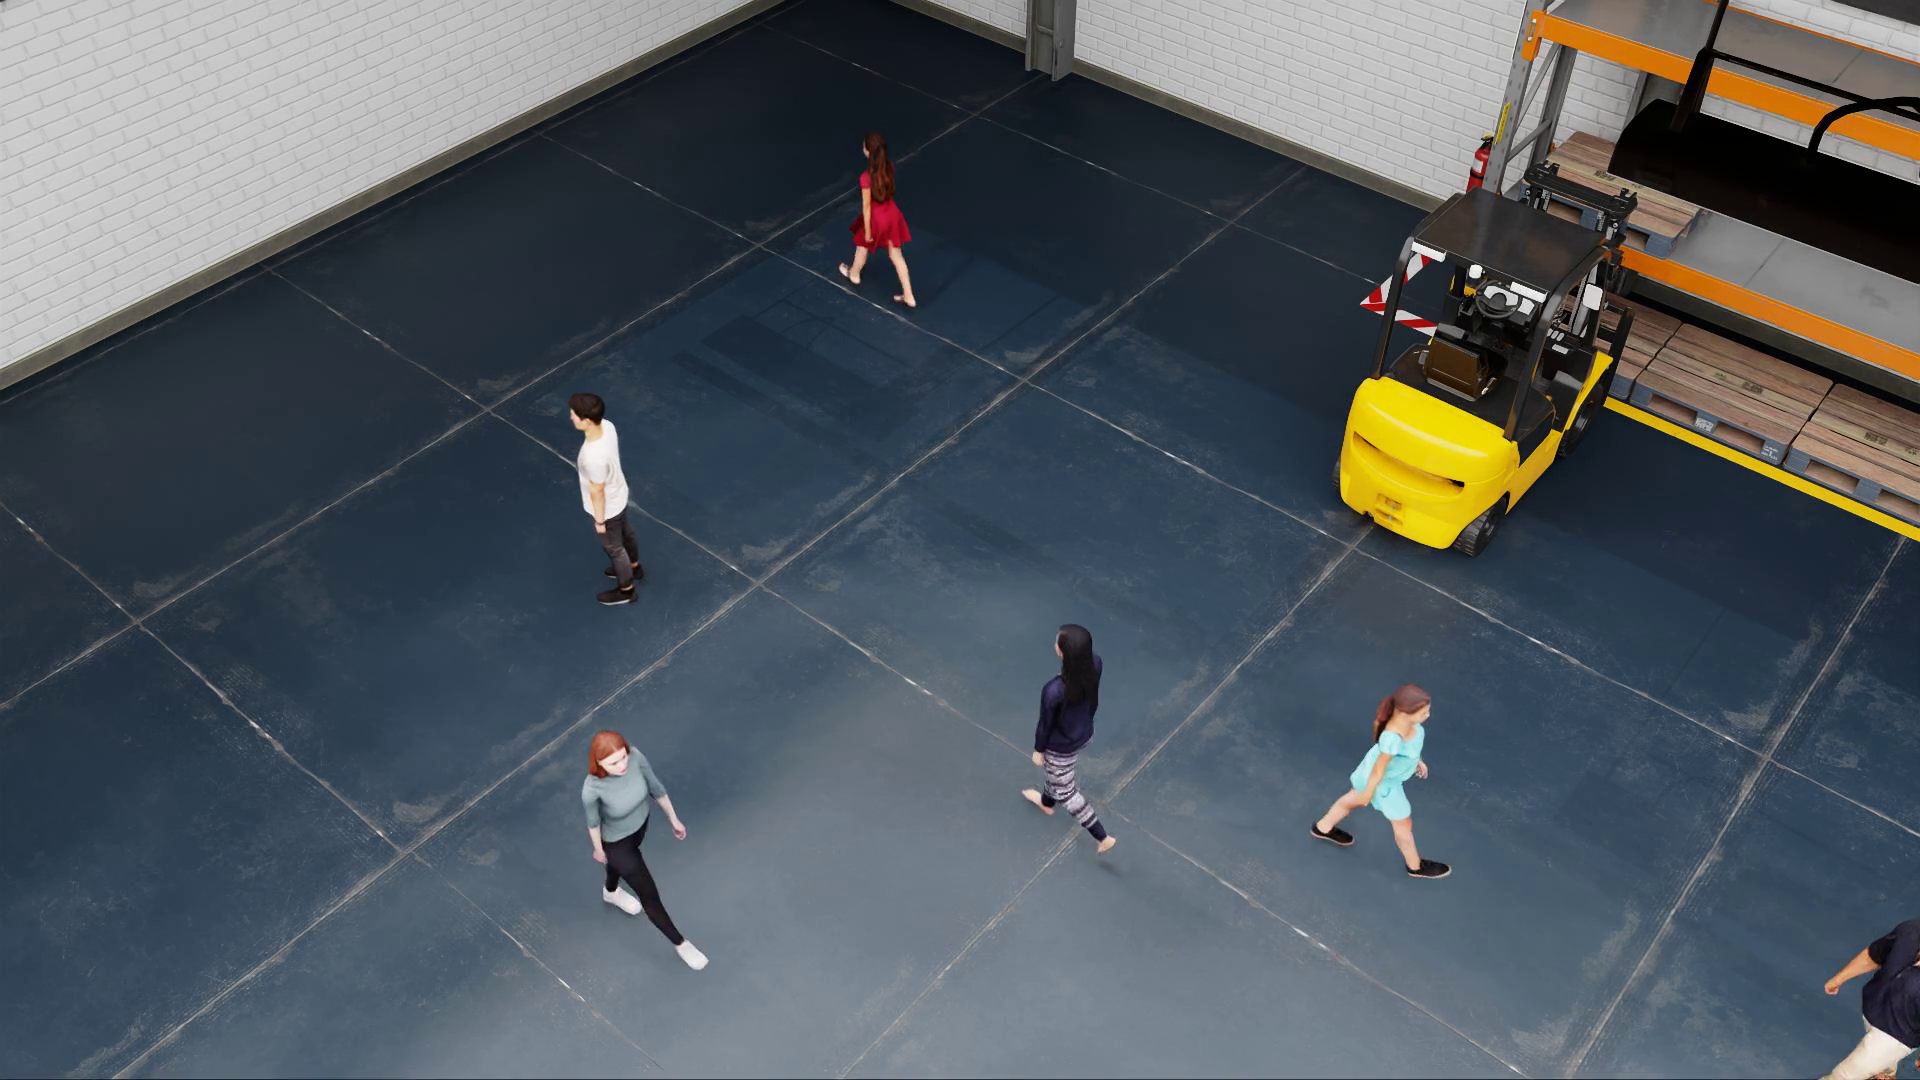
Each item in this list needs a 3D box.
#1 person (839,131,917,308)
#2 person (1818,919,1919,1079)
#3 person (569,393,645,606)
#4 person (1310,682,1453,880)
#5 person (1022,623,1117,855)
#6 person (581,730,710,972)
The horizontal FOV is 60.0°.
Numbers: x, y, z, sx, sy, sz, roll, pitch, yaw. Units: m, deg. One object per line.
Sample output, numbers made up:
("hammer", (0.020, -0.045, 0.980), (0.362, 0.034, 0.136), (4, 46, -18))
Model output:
("person", (-0.597, -2.581, 13.593), (0.636, 1.509, 1.110), (-34, 53, -30))
("person", (4.677, 2.351, 8.207), (1.215, 1.798, 1.214), (-7, 44, -7))
("person", (-2.337, -0.288, 11.035), (0.745, 1.719, 0.705), (0, 44, 0))
("person", (2.350, 1.323, 9.495), (1.119, 1.510, 0.791), (15, 46, 15))
("person", (0.667, 1.158, 9.521), (0.978, 1.713, 0.642), (33, 53, 30))
("person", (-1.875, 1.574, 9.096), (1.106, 1.698, 0.645), (26, 49, 25))
